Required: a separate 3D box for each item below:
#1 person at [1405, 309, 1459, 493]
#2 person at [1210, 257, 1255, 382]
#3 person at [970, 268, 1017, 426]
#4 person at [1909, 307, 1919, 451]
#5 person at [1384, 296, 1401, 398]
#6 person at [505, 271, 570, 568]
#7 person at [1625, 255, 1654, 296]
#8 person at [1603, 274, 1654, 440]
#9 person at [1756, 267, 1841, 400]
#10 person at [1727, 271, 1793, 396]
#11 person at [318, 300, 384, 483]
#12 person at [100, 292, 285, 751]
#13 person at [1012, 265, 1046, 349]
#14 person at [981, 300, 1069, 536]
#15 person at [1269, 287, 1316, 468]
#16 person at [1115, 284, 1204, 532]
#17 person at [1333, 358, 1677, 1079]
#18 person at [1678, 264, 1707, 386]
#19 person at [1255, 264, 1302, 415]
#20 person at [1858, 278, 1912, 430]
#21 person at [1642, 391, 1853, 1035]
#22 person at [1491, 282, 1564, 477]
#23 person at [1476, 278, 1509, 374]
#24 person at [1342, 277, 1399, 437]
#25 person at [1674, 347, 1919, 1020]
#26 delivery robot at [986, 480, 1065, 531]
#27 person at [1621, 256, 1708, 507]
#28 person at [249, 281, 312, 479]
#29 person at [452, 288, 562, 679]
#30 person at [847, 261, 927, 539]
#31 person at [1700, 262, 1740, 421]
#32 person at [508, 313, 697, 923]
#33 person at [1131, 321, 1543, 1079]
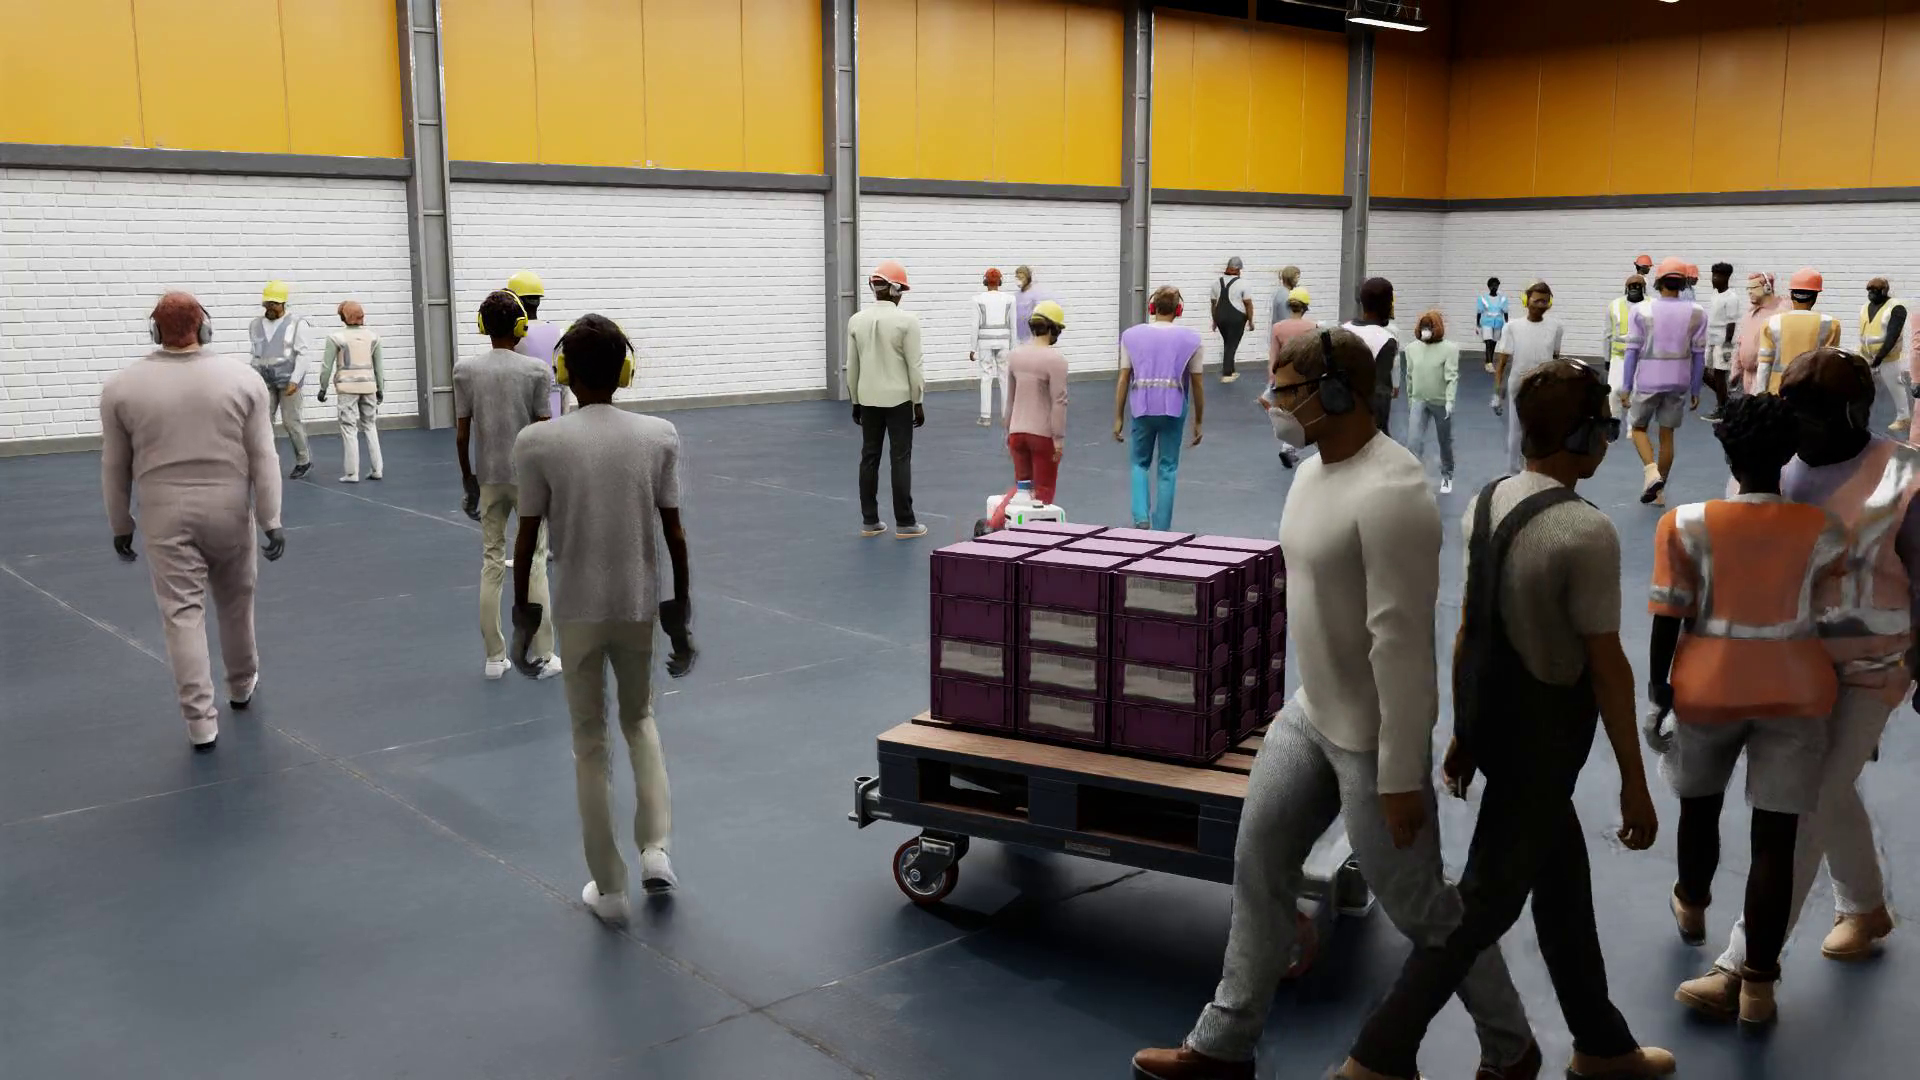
[{"bbox_3d":[3.970,-1.146,13.995,0.513,1.581,0.893,8,12,38],"label":"person"},{"bbox_3d":[4.470,-3.578,26.886,0.884,2.000,0.690,-9,13,-42],"label":"person"},{"bbox_3d":[0.397,-2.307,19.905,0.577,1.882,0.349,-2,10,-13],"label":"person"},{"bbox_3d":[8.686,-1.418,14.631,0.639,1.911,0.406,0,10,-3],"label":"person"},{"bbox_3d":[3.889,-1.491,15.563,0.370,1.729,0.502,-9,13,-43],"label":"person"},{"bbox_3d":[-2.777,-0.772,10.792,0.366,1.926,0.594,6,12,32],"label":"person"},{"bbox_3d":[11.778,-3.911,28.830,0.391,2.040,0.614,-2,10,-10],"label":"person"},{"bbox_3d":[7.387,-1.994,18.261,0.629,1.824,0.575,4,10,22],"label":"person"},{"bbox_3d":[6.274,-1.067,12.490,0.552,1.934,0.373,5,11,27],"label":"person"},{"bbox_3d":[7.292,-1.494,15.158,0.478,1.885,0.658,-1,10,-5],"label":"person"},{"bbox_3d":[-5.412,-1.318,14.859,0.365,1.635,0.539,8,13,41],"label":"person"},{"bbox_3d":[-3.241,-0.108,7.059,0.676,1.862,0.966,-4,11,-23],"label":"person"},{"bbox_3d":[0.932,-2.526,21.108,0.735,1.915,0.653,-6,12,-33],"label":"person"},{"bbox_3d":[0.448,-0.672,10.735,0.572,1.735,0.554,-8,13,-41],"label":"person"},{"bbox_3d":[3.212,-1.562,16.011,0.520,1.744,0.790,6,11,31],"label":"person"},{"bbox_3d":[1.380,-0.839,11.474,0.605,1.824,0.468,2,10,11],"label":"person"},{"bbox_3d":[1.304,0.486,3.863,0.919,1.811,0.557,-1,10,-9],"label":"person"},{"bbox_3d":[11.338,-3.385,26.198,0.950,1.903,0.555,7,12,37],"label":"person"},{"bbox_3d":[3.940,-2.383,20.242,0.483,1.920,0.633,2,10,12],"label":"person"},{"bbox_3d":[10.666,-2.133,19.234,1.031,1.787,0.607,-4,10,-22],"label":"person"},{"bbox_3d":[2.165,0.422,4.570,0.556,1.652,0.867,4,10,21],"label":"person"},{"bbox_3d":[4.706,-1.223,13.802,0.563,1.798,1.025,2,10,12],"label":"person"},{"bbox_3d":[9.230,-3.717,28.844,0.540,1.652,0.857,0,10,0],"label":"person"},{"bbox_3d":[2.571,-0.769,10.881,0.780,1.894,0.595,-5,11,-28],"label":"person"},{"bbox_3d":[2.360,0.363,4.568,0.997,1.785,0.628,-5,11,-27],"label":"person"},{"bbox_3d":[0.425,-0.151,10.891,0.477,0.478,0.707,-3,10,-16],"label":"delivery robot"},{"bbox_3d":[5.631,-1.253,13.317,0.630,2.024,0.489,2,10,10],"label":"person"},{"bbox_3d":[-6.098,-1.420,14.946,0.605,1.801,0.603,1,10,6],"label":"person"},{"bbox_3d":[-2.138,-0.259,7.954,0.509,1.872,0.328,1,10,4],"label":"person"},{"bbox_3d":[-0.515,-1.000,11.962,0.610,1.984,0.399,5,11,29],"label":"person"},{"bbox_3d":[9.290,-2.425,20.386,0.418,1.950,0.630,0,10,2],"label":"person"},{"bbox_3d":[-1.091,0.247,5.077,0.544,1.843,0.417,-5,11,-26],"label":"person"},{"bbox_3d":[0.960,0.438,3.864,0.966,1.888,0.667,-1,10,-8],"label":"person"}]
